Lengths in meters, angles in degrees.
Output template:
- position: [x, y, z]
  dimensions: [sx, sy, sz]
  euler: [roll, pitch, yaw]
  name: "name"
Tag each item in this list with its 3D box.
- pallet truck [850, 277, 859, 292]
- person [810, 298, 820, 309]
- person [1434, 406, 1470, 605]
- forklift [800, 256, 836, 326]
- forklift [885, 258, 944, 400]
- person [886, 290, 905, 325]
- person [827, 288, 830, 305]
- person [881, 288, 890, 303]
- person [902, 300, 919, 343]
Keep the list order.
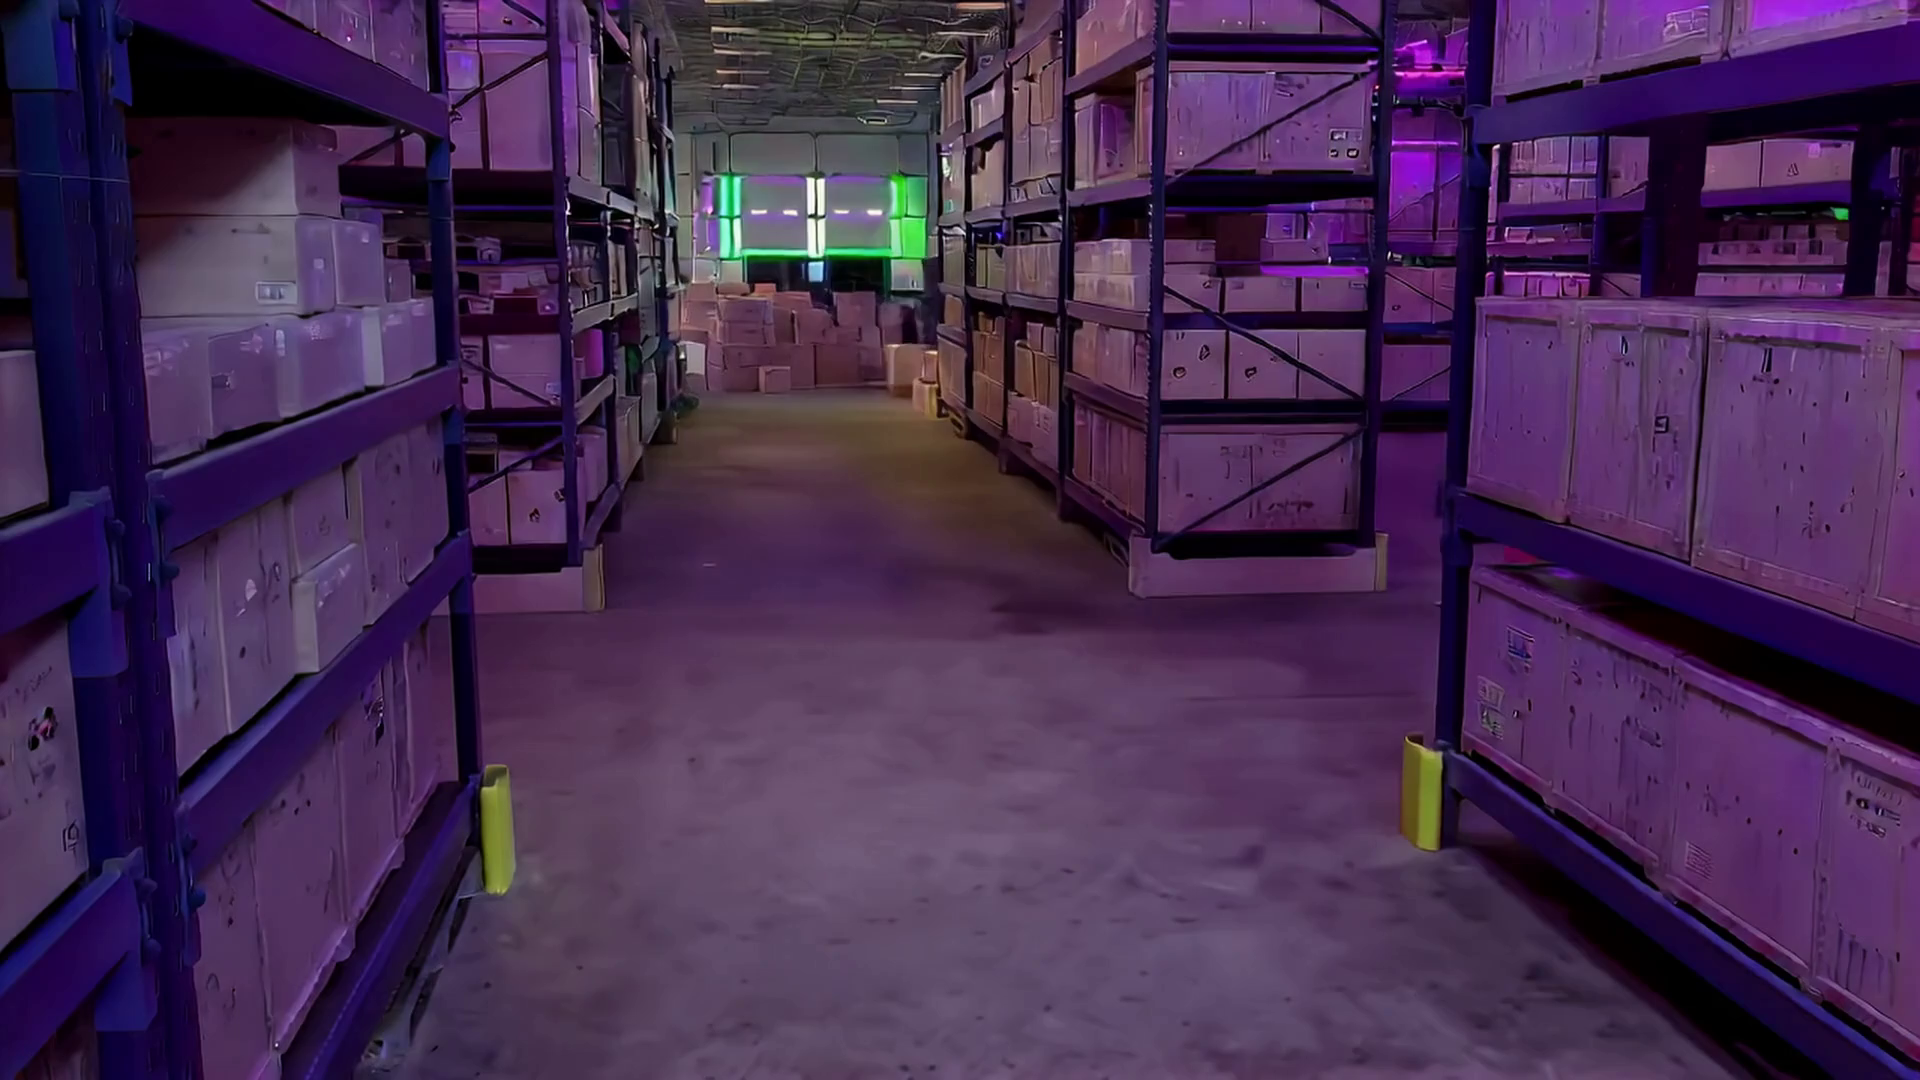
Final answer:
- position: [-3.782, -9.391, 65.808]
  dimensions: [1.885, 1.965, 0.823]
  euler: [2, 10, 10]
  name: "pallet truck"
- position: [-3.532, -5.010, 40.752]
  dimensions: [0.429, 1.845, 0.627]
  euler: [-6, 11, -29]
  name: "person"
- position: [4.068, -0.277, 13.650]
  dimensions: [0.375, 1.680, 0.555]
  euler: [-1, 10, -8]
  name: "person"
- position: [-5.119, -8.590, 58.575]
  dimensions: [1.129, 2.768, 1.873]
  euler: [-6, 12, -33]
  name: "forklift"
- position: [-0.511, -4.261, 33.373]
  dimensions: [1.873, 2.768, 1.129]
  euler: [-2, 10, -13]
  name: "forklift"
- position: [-1.828, -6.073, 46.781]
  dimensions: [0.793, 1.890, 0.647]
  euler: [-8, 13, -39]
  name: "person"
- position: [-5.325, -9.225, 65.081]
  dimensions: [0.620, 1.921, 0.407]
  euler: [6, 12, 32]
  name: "person"
- position: [-2.759, -8.524, 61.771]
  dimensions: [0.536, 1.663, 0.852]
  euler: [9, 13, 42]
  name: "person"
- position: [-1.041, -3.959, 34.311]
  dimensions: [0.948, 1.961, 0.626]
  euler: [-3, 10, -17]
  name: "person"
